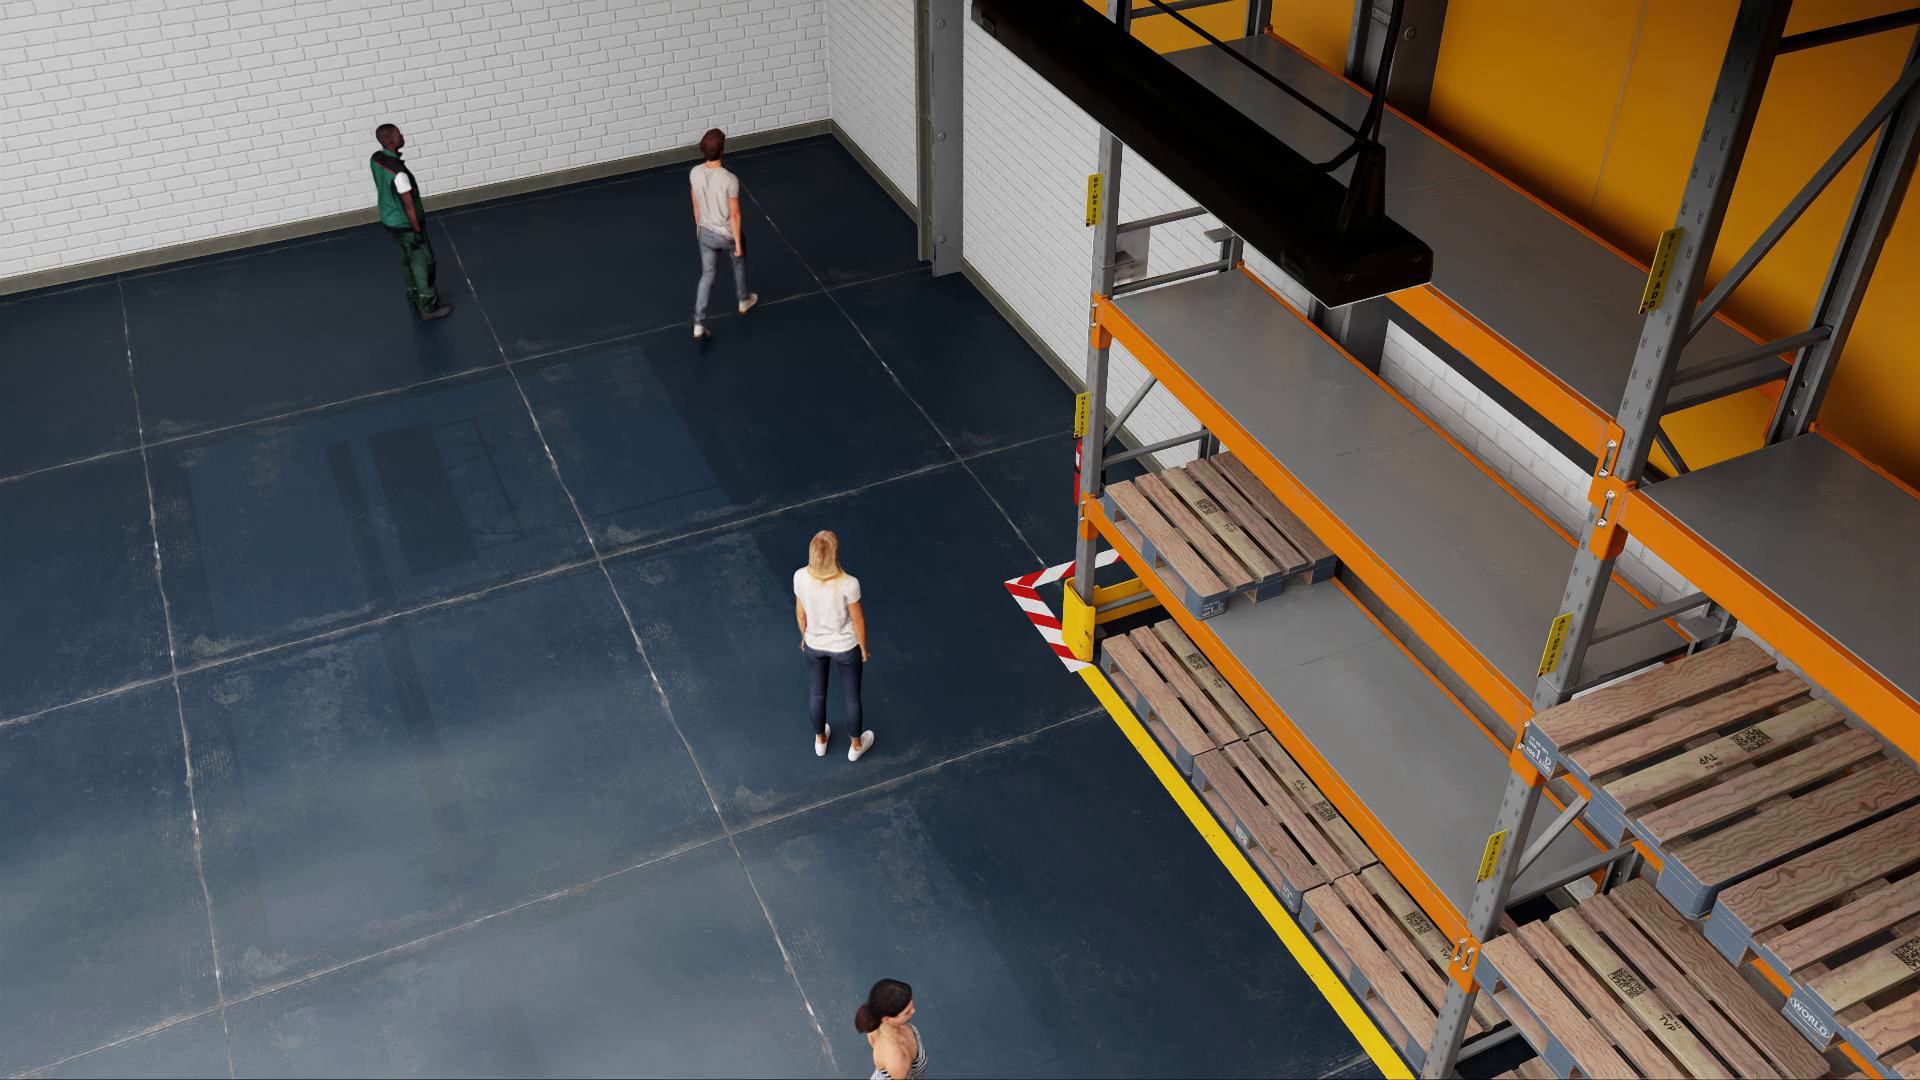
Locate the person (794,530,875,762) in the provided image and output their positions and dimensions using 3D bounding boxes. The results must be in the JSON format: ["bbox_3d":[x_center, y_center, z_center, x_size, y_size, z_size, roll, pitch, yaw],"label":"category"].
[{"bbox_3d":[-0.797,0.668,10.379,0.660,1.809,0.695,9,39,11],"label":"person"}]

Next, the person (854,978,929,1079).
[{"bbox_3d":[-0.323,2.684,7.843,0.682,1.824,0.512,-10,40,-13],"label":"person"}]

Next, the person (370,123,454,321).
[{"bbox_3d":[-4.931,-2.810,14.712,0.834,1.837,0.672,-30,48,-32],"label":"person"}]

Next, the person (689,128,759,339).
[{"bbox_3d":[-2.142,-2.606,14.438,1.211,1.858,1.272,12,40,15],"label":"person"}]
